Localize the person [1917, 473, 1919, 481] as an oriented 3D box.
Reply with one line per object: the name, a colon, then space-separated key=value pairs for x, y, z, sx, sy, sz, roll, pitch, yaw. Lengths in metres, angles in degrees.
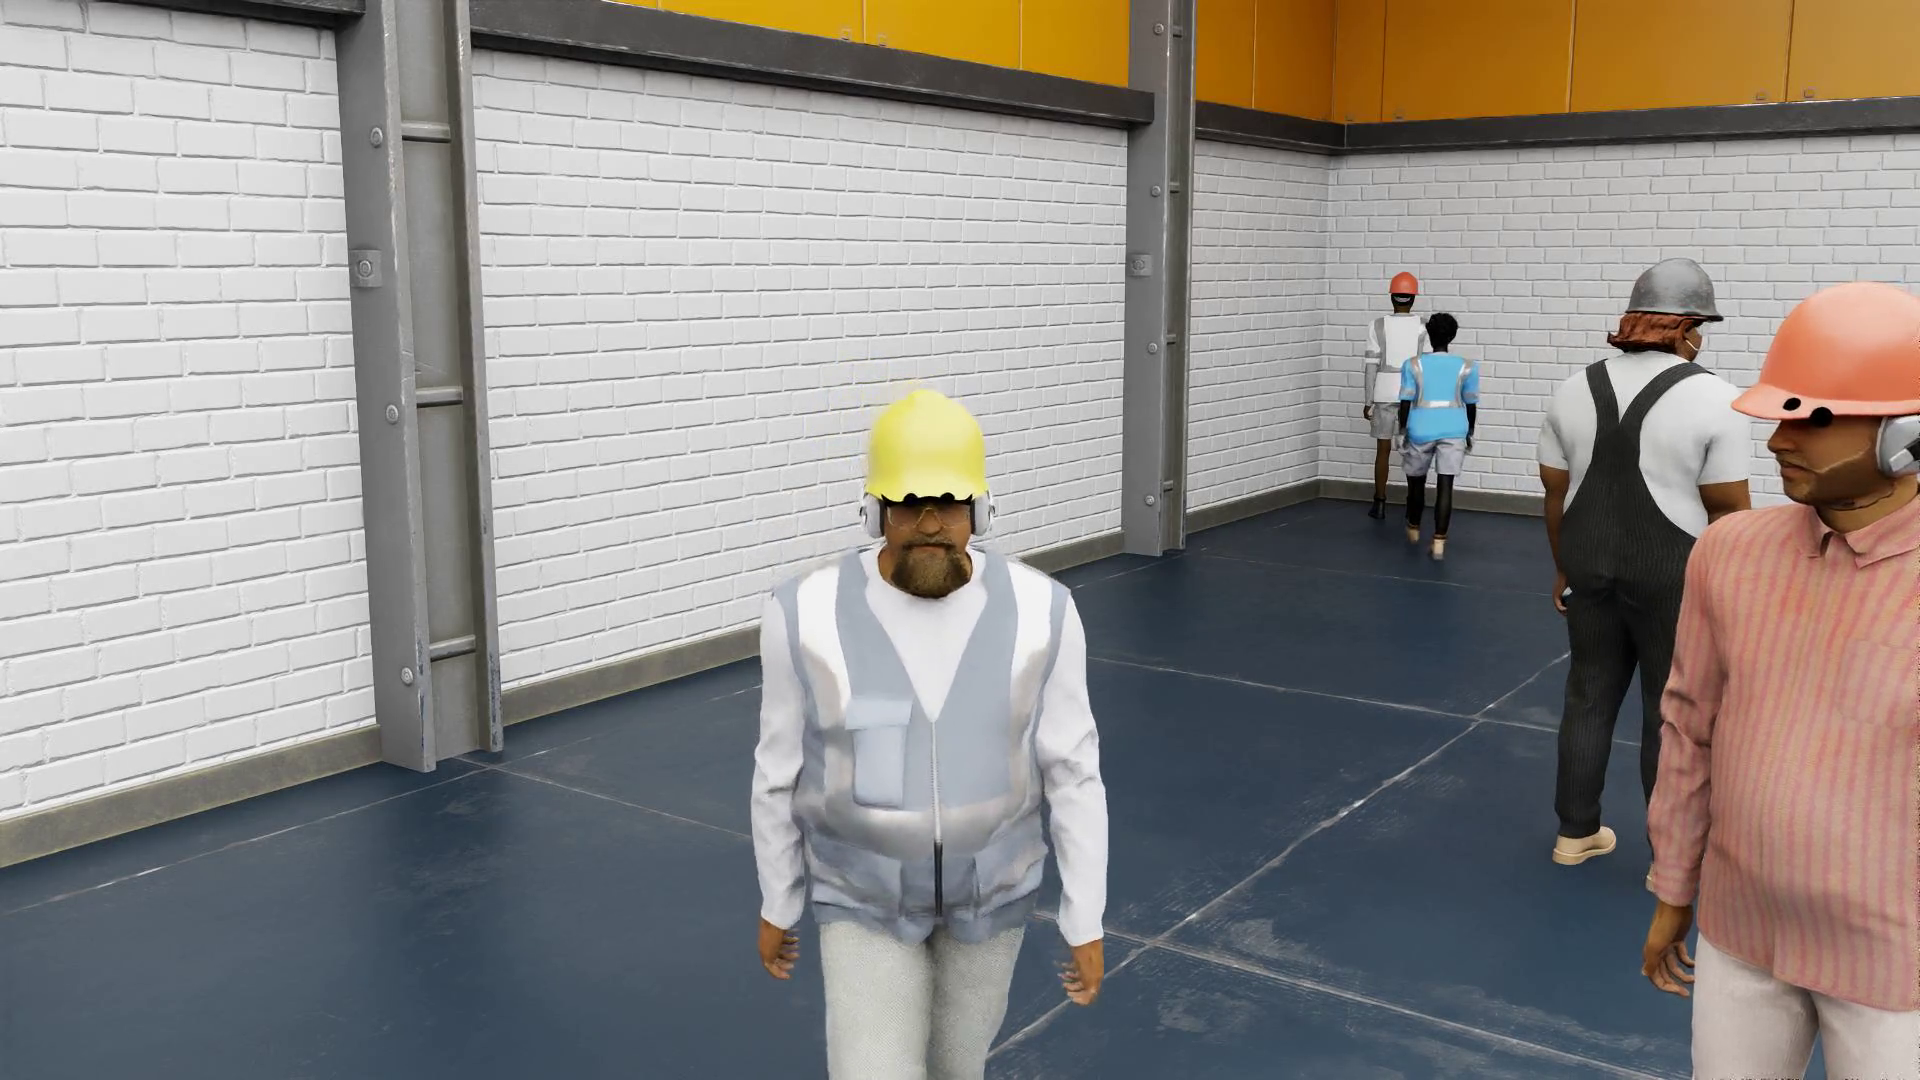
person: x=3.481 y=0.185 z=5.571 sx=0.639 sy=1.827 sz=0.441 roll=1 pitch=10 yaw=6

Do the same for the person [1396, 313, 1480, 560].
person: x=3.290 y=-0.732 z=11.497 sx=0.551 sy=1.655 sz=0.849 roll=2 pitch=10 yaw=11

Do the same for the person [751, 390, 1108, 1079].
person: x=-0.038 y=0.650 z=2.882 sx=0.625 sy=1.792 sz=0.873 roll=-1 pitch=10 yaw=-9

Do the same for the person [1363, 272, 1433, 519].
person: x=3.437 y=-1.122 z=13.029 sx=0.552 sy=1.937 sz=0.356 roll=2 pitch=10 yaw=10

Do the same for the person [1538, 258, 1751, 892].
person: x=2.266 y=0.102 z=5.432 sx=0.536 sy=2.000 sz=0.688 roll=-7 pitch=12 yaw=-36

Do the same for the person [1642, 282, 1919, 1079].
person: x=1.323 y=0.610 z=2.548 sx=0.392 sy=1.989 sz=0.617 roll=-6 pitch=11 yaw=-32
